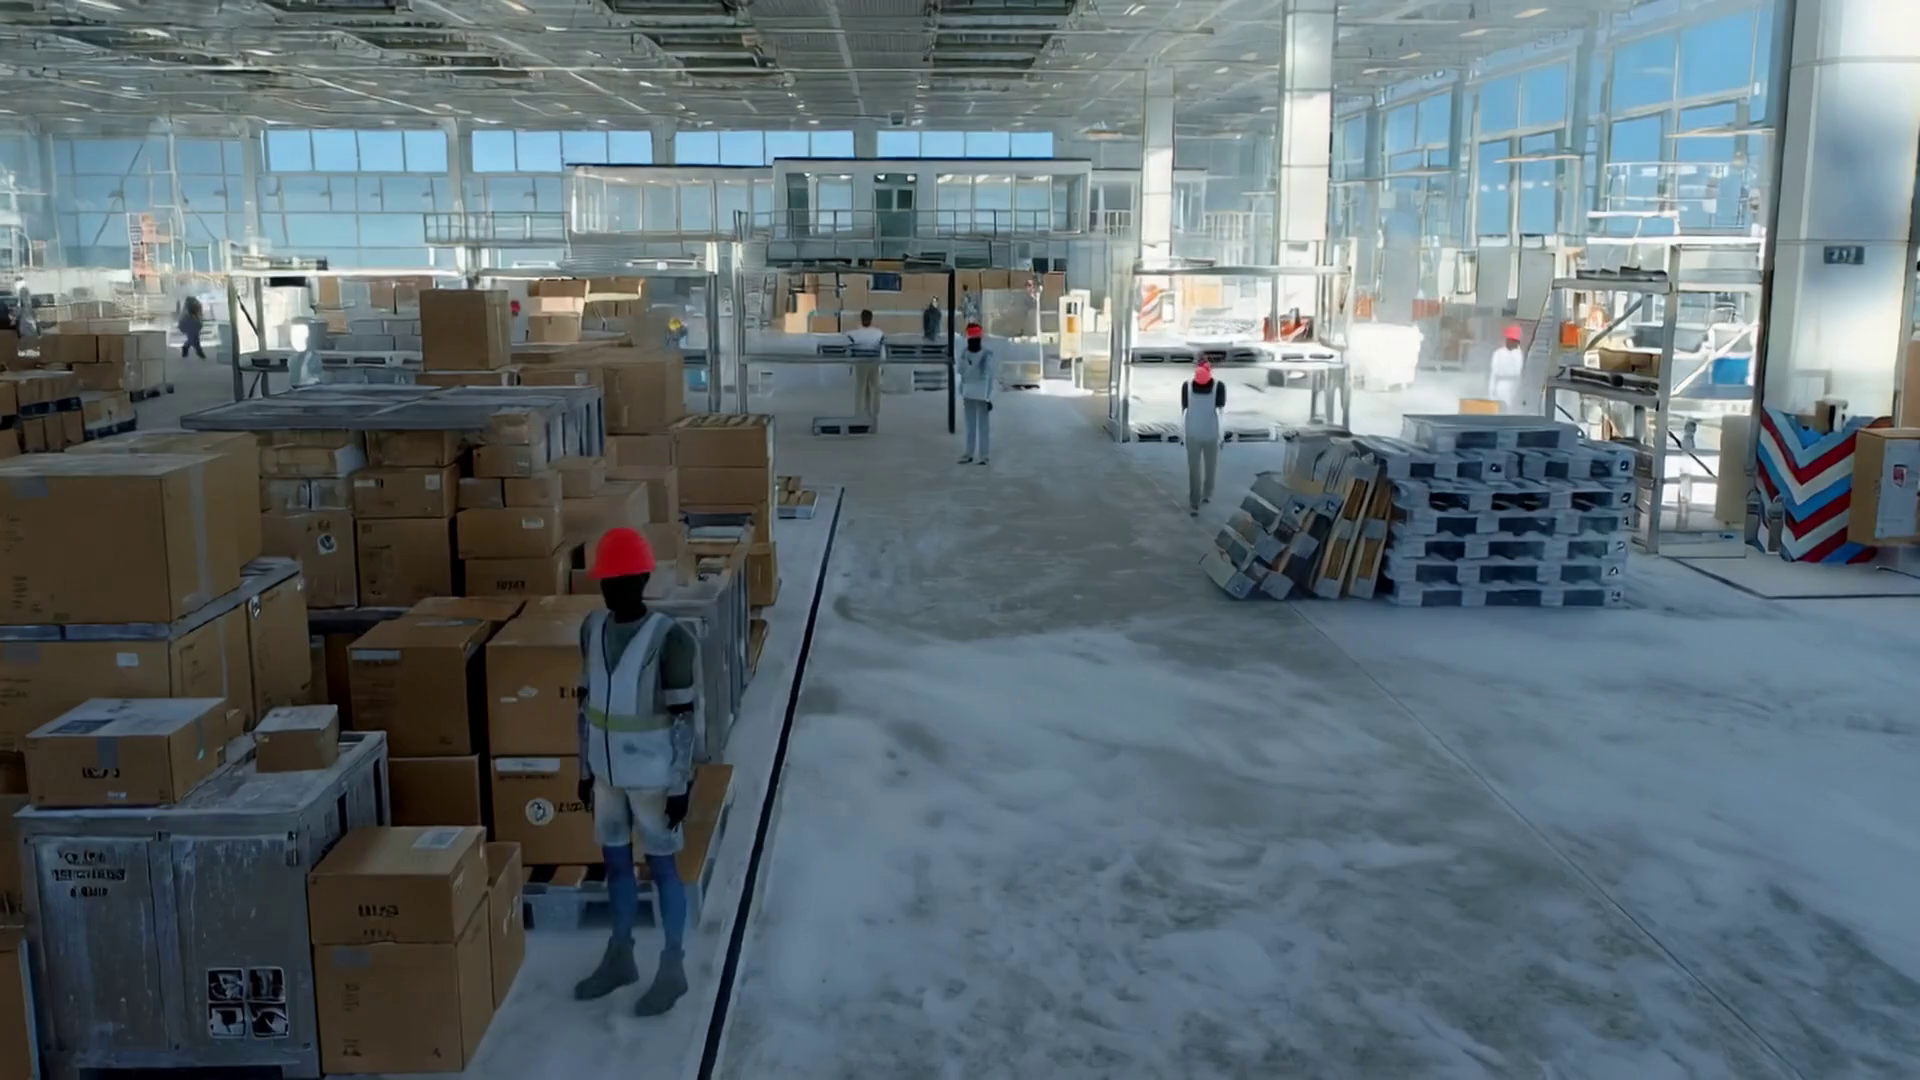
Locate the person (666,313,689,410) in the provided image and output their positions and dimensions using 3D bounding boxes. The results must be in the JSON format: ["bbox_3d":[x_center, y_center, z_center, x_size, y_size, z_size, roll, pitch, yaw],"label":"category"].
[{"bbox_3d":[-5.118,-3.218,30.076,0.483,1.745,0.302,5,11,27],"label":"person"}]

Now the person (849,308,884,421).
[{"bbox_3d":[-1.581,-2.960,28.183,0.596,1.910,0.390,-2,10,-12],"label":"person"}]

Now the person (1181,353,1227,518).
[{"bbox_3d":[2.723,-1.192,18.600,0.526,1.817,0.868,2,10,12],"label":"person"}]

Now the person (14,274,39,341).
[{"bbox_3d":[-28.769,-7.153,51.192,0.632,2.031,0.534,8,13,37],"label":"person"}]

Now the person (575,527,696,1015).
[{"bbox_3d":[-1.310,0.911,6.555,0.553,1.934,0.378,6,12,29],"label":"person"}]

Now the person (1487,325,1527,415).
[{"bbox_3d":[7.674,-2.058,23.248,0.561,1.867,1.033,-6,12,-31],"label":"person"}]

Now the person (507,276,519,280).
[{"bbox_3d":[-17.983,-9.905,66.933,0.576,1.885,0.355,2,10,12],"label":"person"}]

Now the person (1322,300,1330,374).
[{"bbox_3d":[8.357,-4.655,38.213,0.529,1.695,0.321,0,10,-2],"label":"person"}]

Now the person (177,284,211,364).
[{"bbox_3d":[-19.286,-5.448,41.669,0.692,2.000,1.009,6,12,29],"label":"person"}]

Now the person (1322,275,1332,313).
[{"bbox_3d":[14.784,-9.960,66.964,0.637,1.983,0.542,-1,10,-5],"label":"person"}]

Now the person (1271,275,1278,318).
[{"bbox_3d":[11.441,-8.755,60.412,0.385,1.927,0.545,4,11,19],"label":"person"}]

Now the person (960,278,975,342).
[{"bbox_3d":[0.224,-6.935,50.262,0.359,1.930,0.587,5,11,26],"label":"person"}]

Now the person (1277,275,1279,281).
[{"bbox_3d":[13.016,-9.981,67.483,0.634,1.839,0.429,-1,10,-6],"label":"person"}]

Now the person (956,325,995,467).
[{"bbox_3d":[0.206,-1.945,22.506,0.588,1.916,0.394,9,14,41],"label":"person"}]

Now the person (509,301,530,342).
[{"bbox_3d":[-8.887,-3.871,33.428,0.527,1.855,0.418,-7,12,-34],"label":"person"}]

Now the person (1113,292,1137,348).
[{"bbox_3d":[3.961,-5.084,40.228,0.661,1.830,0.447,-1,10,-5],"label":"person"}]

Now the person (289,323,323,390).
[{"bbox_3d":[-8.648,-1.874,21.965,0.605,1.966,0.367,7,12,34],"label":"person"}]

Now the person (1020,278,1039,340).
[{"bbox_3d":[2.083,-7.208,51.873,0.938,1.909,0.646,8,13,39],"label":"person"}]

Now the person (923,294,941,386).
[{"bbox_3d":[-0.578,-4.246,35.260,0.357,1.936,0.636,4,11,22],"label":"person"}]

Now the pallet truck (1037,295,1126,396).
[{"bbox_3d":[2.483,-3.881,33.060,1.885,1.965,0.823,-7,13,-36],"label":"pallet truck"}]

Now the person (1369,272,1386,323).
[{"bbox_3d":[14.989,-8.638,59.691,0.602,1.951,0.380,7,12,33],"label":"person"}]
